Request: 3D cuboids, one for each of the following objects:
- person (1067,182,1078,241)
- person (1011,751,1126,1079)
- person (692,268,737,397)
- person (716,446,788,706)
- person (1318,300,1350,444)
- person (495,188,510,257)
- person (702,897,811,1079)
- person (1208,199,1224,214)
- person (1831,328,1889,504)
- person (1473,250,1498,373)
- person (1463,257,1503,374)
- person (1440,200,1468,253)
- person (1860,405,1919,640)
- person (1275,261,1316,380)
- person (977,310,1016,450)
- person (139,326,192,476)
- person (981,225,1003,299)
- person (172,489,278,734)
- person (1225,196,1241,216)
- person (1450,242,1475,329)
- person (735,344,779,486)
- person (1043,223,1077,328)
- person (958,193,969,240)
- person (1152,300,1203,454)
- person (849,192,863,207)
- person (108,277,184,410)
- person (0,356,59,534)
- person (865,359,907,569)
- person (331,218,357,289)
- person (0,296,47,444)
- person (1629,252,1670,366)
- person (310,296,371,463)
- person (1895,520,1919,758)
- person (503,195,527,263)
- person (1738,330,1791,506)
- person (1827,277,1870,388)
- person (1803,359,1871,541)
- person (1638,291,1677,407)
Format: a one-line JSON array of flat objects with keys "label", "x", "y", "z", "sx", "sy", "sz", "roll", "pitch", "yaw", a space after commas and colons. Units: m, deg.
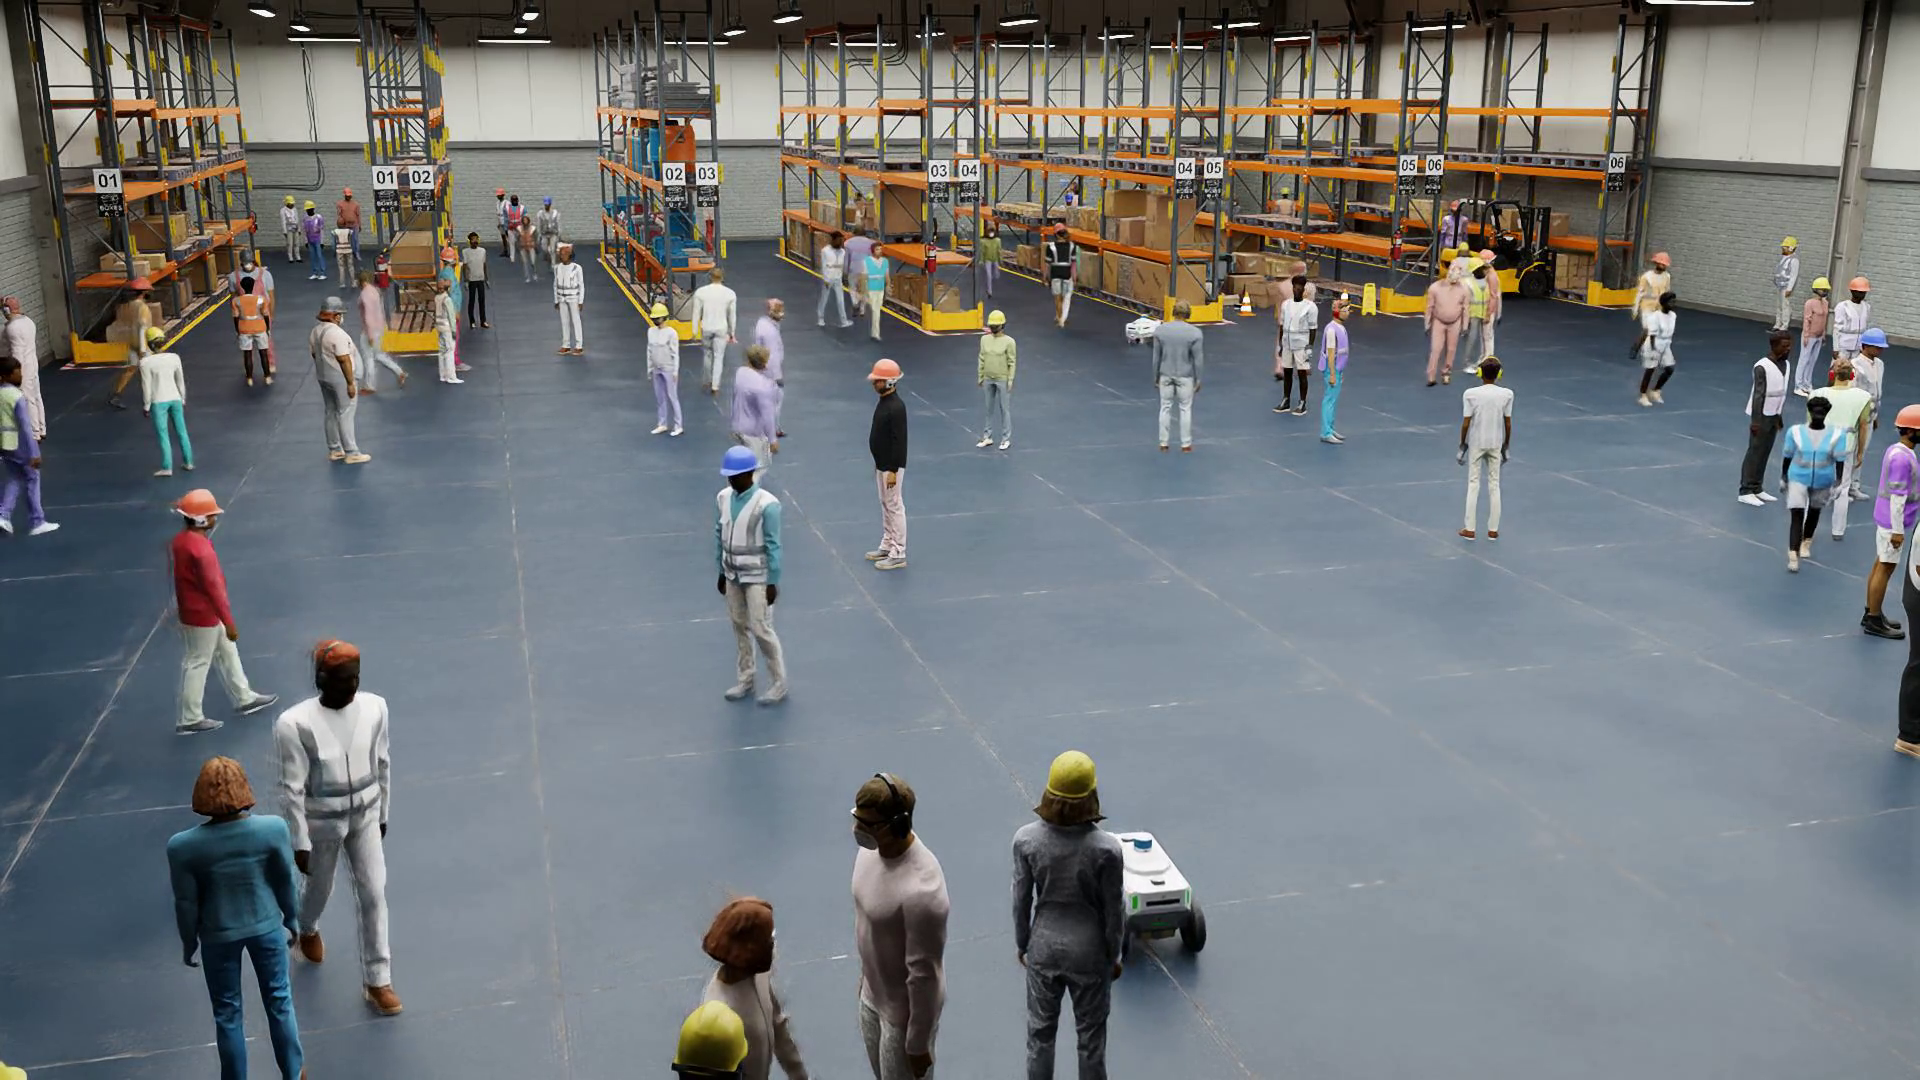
[{"label": "person", "x": 3.545, "y": -10.170, "z": 51.582, "sx": 0.348, "sy": 1.847, "sz": 0.505, "roll": -4, "pitch": 16, "yaw": -16}, {"label": "person", "x": 0.462, "y": 1.719, "z": 7.039, "sx": 0.483, "sy": 1.745, "sz": 0.301, "roll": 4, "pitch": 16, "yaw": 16}, {"label": "person", "x": -3.691, "y": -3.150, "z": 25.124, "sx": 0.690, "sy": 1.865, "sz": 1.009, "roll": 0, "pitch": 15, "yaw": 0}, {"label": "person", "x": -1.564, "y": 0.253, "z": 12.200, "sx": 0.619, "sy": 1.939, "sz": 0.417, "roll": 12, "pitch": 19, "yaw": 39}, {"label": "person", "x": 4.834, "y": -2.180, "z": 21.513, "sx": 0.390, "sy": 1.846, "sz": 0.564, "roll": 6, "pitch": 16, "yaw": 20}, {"label": "person", "x": -12.803, "y": -8.888, "z": 46.604, "sx": 0.545, "sy": 1.928, "sz": 0.404, "roll": 11, "pitch": 19, "yaw": 36}, {"label": "person", "x": -0.753, "y": 2.050, "z": 6.027, "sx": 0.361, "sy": 1.620, "sz": 0.504, "roll": 2, "pitch": 15, "yaw": 6}, {"label": "person", "x": 7.629, "y": -9.492, "z": 49.306, "sx": 0.524, "sy": 1.700, "sz": 0.586, "roll": -6, "pitch": 16, "yaw": -20}, {"label": "person", "x": 9.889, "y": -1.363, "z": 18.273, "sx": 0.601, "sy": 1.939, "sz": 0.409, "roll": -9, "pitch": 18, "yaw": -32}, {"label": "person", "x": 8.530, "y": -3.715, "z": 27.022, "sx": 0.405, "sy": 1.984, "sz": 0.614, "roll": 2, "pitch": 15, "yaw": 8}, {"label": "person", "x": 8.437, "y": -3.629, "z": 26.907, "sx": 0.631, "sy": 1.876, "sz": 0.464, "roll": 3, "pitch": 15, "yaw": 11}, {"label": "person", "x": 11.593, "y": -6.939, "z": 39.045, "sx": 0.614, "sy": 2.041, "sz": 0.393, "roll": 1, "pitch": 15, "yaw": 5}, {"label": "person", "x": 7.746, "y": -0.160, "z": 13.735, "sx": 0.361, "sy": 1.939, "sz": 0.542, "roll": 7, "pitch": 16, "yaw": 25}, {"label": "person", "x": 5.313, "y": -3.477, "z": 26.366, "sx": 0.656, "sy": 1.867, "sz": 0.969, "roll": 10, "pitch": 18, "yaw": 34}, {"label": "person", "x": 0.458, "y": -2.036, "z": 21.123, "sx": 0.525, "sy": 1.770, "sz": 0.307, "roll": 8, "pitch": 17, "yaw": 29}, {"label": "person", "x": -9.413, "y": -1.642, "z": 19.655, "sx": 0.330, "sy": 1.765, "sz": 0.528, "roll": 8, "pitch": 17, "yaw": 28}, {"label": "person", "x": 0.678, "y": -6.192, "z": 37.034, "sx": 0.511, "sy": 1.621, "sz": 0.485, "roll": -5, "pitch": 16, "yaw": -20}, {"label": "person", "x": -5.200, "y": 0.482, "z": 11.716, "sx": 0.796, "sy": 1.720, "sz": 0.596, "roll": -11, "pitch": 19, "yaw": -37}, {"label": "person", "x": 7.826, "y": -9.036, "z": 47.722, "sx": 0.498, "sy": 1.633, "sz": 0.286, "roll": -5, "pitch": 16, "yaw": -18}, {"label": "person", "x": 9.519, "y": -4.794, "z": 31.609, "sx": 0.483, "sy": 1.715, "sz": 0.508, "roll": 2, "pitch": 15, "yaw": 7}, {"label": "person", "x": -2.135, "y": -1.105, "z": 17.377, "sx": 0.422, "sy": 1.904, "sz": 0.712, "roll": -6, "pitch": 16, "yaw": -23}, {"label": "person", "x": 1.926, "y": -5.138, "z": 32.342, "sx": 0.631, "sy": 2.006, "sz": 0.866, "roll": -4, "pitch": 15, "yaw": -15}, {"label": "person", "x": 0.039, "y": -10.215, "z": 51.980, "sx": 0.494, "sy": 1.729, "sz": 0.643, "roll": 14, "pitch": 21, "yaw": 43}, {"label": "person", "x": 2.716, "y": -2.035, "z": 20.822, "sx": 0.643, "sy": 1.930, "sz": 0.394, "roll": 5, "pitch": 16, "yaw": 19}, {"label": "person", "x": -2.892, "y": -8.827, "z": 46.588, "sx": 0.537, "sy": 1.809, "sz": 0.806, "roll": -5, "pitch": 16, "yaw": -18}, {"label": "person", "x": -11.778, "y": -2.816, "z": 23.826, "sx": 0.546, "sy": 1.898, "sz": 0.999, "roll": 13, "pitch": 20, "yaw": 40}, {"label": "person", "x": -9.510, "y": -0.945, "z": 16.803, "sx": 0.633, "sy": 1.878, "sz": 0.570, "roll": 6, "pitch": 16, "yaw": 22}, {"label": "person", "x": -0.684, "y": -0.727, "z": 15.758, "sx": 0.376, "sy": 1.997, "sz": 0.612, "roll": -4, "pitch": 16, "yaw": -16}, {"label": "person", "x": -14.440, "y": -6.721, "z": 39.006, "sx": 0.515, "sy": 1.636, "sz": 0.313, "roll": -6, "pitch": 16, "yaw": -22}, {"label": "person", "x": -12.098, "y": -2.182, "z": 21.416, "sx": 0.404, "sy": 1.903, "sz": 0.636, "roll": -3, "pitch": 15, "yaw": -11}, {"label": "person", "x": 11.557, "y": -3.907, "z": 27.947, "sx": 0.590, "sy": 1.895, "sz": 0.906, "roll": -4, "pitch": 15, "yaw": -13}, {"label": "person", "x": -7.569, "y": -1.968, "z": 20.341, "sx": 0.683, "sy": 2.000, "sz": 0.538, "roll": 12, "pitch": 19, "yaw": 37}, {"label": "person", "x": 6.662, "y": 0.456, "z": 11.222, "sx": 0.537, "sy": 2.000, "sz": 0.683, "roll": 11, "pitch": 18, "yaw": 35}, {"label": "person", "x": -12.026, "y": -8.427, "z": 45.057, "sx": 0.617, "sy": 1.835, "sz": 0.431, "roll": -3, "pitch": 15, "yaw": -11}, {"label": "person", "x": 8.847, "y": -1.351, "z": 18.256, "sx": 0.591, "sy": 1.918, "sz": 0.383, "roll": -12, "pitch": 19, "yaw": -37}, {"label": "person", "x": 12.515, "y": -2.725, "z": 23.386, "sx": 0.542, "sy": 1.939, "sz": 0.364, "roll": -4, "pitch": 15, "yaw": -16}, {"label": "person", "x": 8.773, "y": -0.898, "z": 16.717, "sx": 0.561, "sy": 1.837, "sz": 0.388, "roll": 7, "pitch": 16, "yaw": 23}, {"label": "person", "x": 10.060, "y": -2.746, "z": 23.959, "sx": 0.534, "sy": 1.685, "sz": 0.438, "roll": -7, "pitch": 16, "yaw": -24}]
